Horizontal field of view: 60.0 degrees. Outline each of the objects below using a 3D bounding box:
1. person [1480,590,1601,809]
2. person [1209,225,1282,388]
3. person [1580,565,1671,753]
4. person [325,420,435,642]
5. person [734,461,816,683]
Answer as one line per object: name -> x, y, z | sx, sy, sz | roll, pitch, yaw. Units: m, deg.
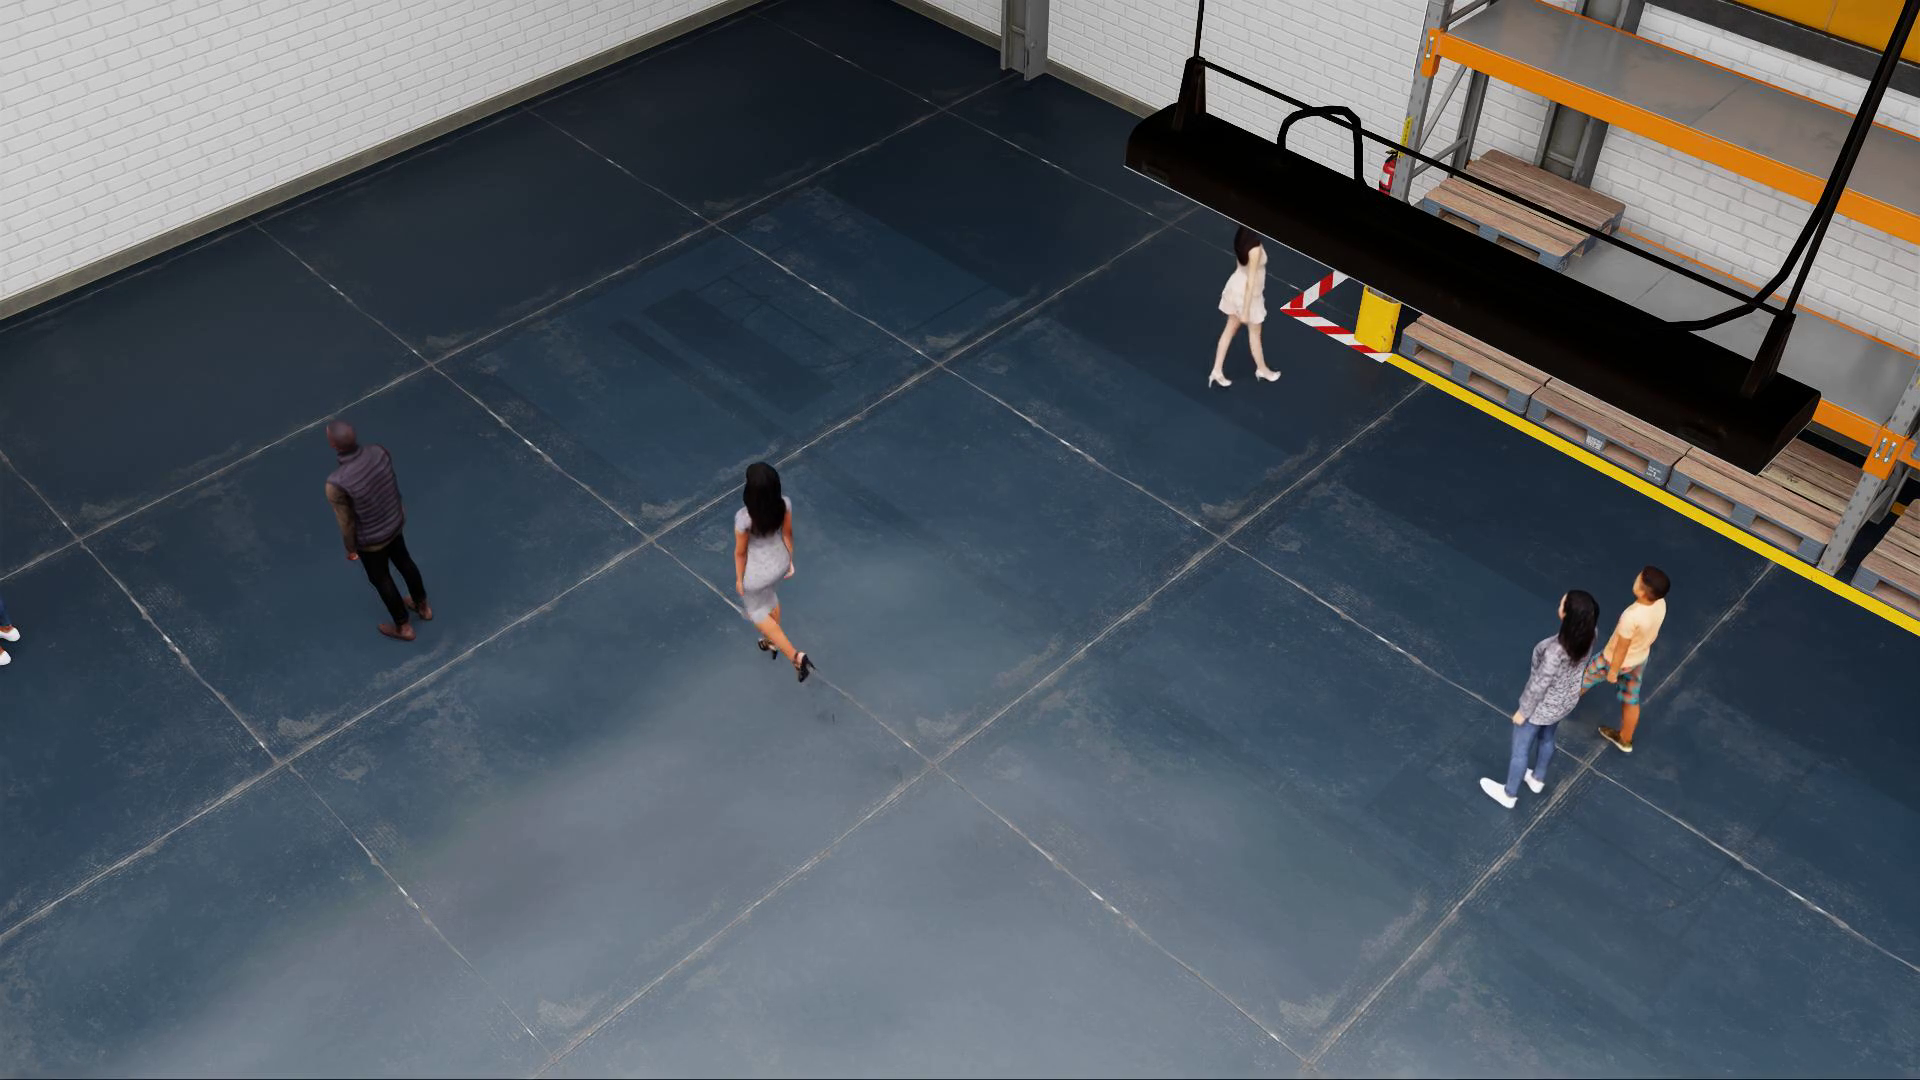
person -> 3.565, 0.967, 10.057 | 0.652, 1.731, 0.582 | -26, 49, -24
person -> 2.152, -1.904, 13.080 | 0.910, 1.717, 0.887 | -7, 44, -7
person -> 4.241, 0.778, 10.470 | 0.698, 1.434, 1.013 | -23, 48, -22
person -> -3.886, -0.073, 11.072 | 0.688, 1.836, 0.766 | 19, 47, 19
person -> -1.206, 0.259, 10.780 | 0.581, 1.758, 0.873 | -33, 53, -30
